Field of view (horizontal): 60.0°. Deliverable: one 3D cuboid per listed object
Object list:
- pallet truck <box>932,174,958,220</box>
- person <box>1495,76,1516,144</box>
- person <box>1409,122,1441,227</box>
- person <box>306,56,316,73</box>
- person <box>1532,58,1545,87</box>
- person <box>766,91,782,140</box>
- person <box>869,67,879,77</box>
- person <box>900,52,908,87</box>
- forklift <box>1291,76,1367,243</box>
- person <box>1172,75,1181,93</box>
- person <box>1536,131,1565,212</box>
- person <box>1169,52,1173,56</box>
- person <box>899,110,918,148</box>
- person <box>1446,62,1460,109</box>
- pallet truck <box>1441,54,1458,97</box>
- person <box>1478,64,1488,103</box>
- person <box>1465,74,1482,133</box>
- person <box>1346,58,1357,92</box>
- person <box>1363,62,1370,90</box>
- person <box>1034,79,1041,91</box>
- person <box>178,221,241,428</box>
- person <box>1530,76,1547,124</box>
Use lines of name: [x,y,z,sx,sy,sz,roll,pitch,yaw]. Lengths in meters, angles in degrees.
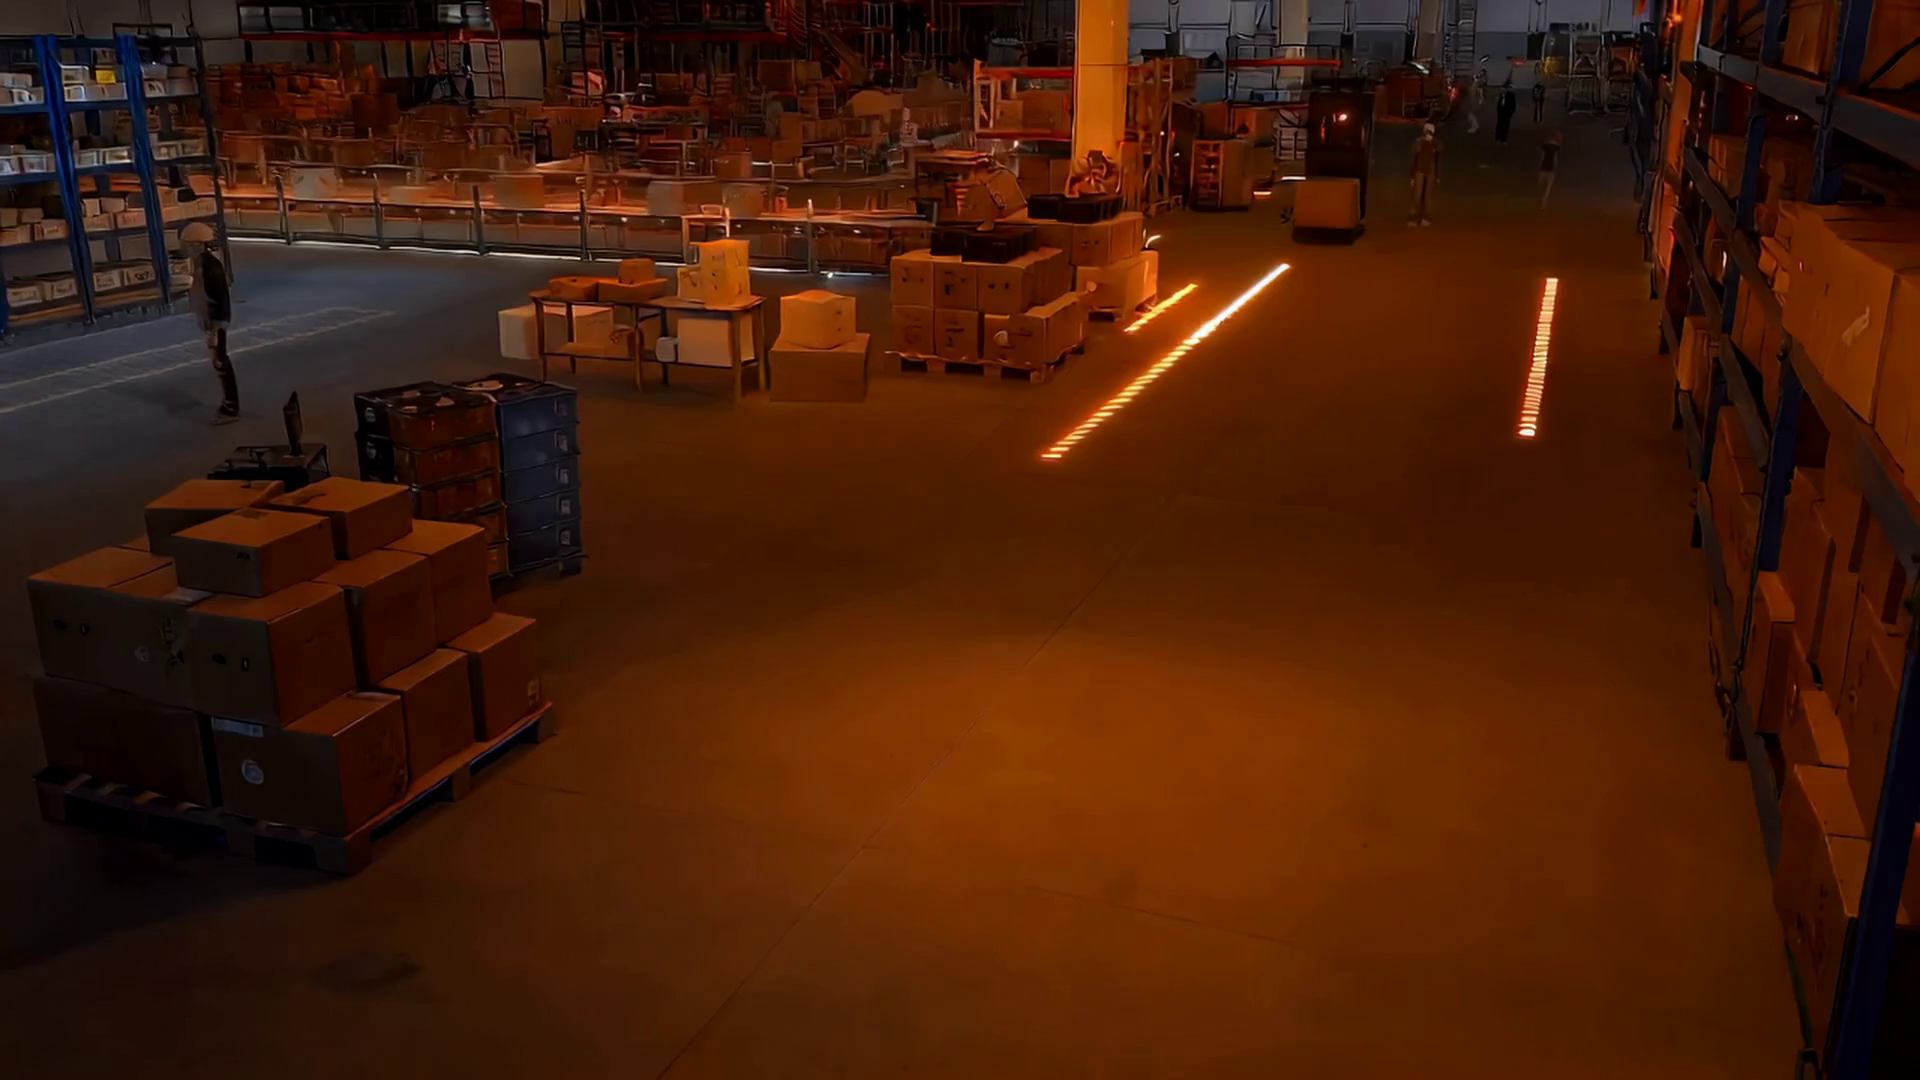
pallet truck: [-0.507,-5.292,27.348,0.653,1.274,1.630,6,19,19]
person: [16.646,-13.095,50.663,0.674,2.000,0.535,-14,22,-38]
person: [8.716,-6.846,31.194,0.633,1.938,0.356,-7,19,-20]
person: [-30.373,-21.679,77.889,0.337,1.881,0.584,5,18,17]
person: [27.001,-21.592,77.704,0.535,1.826,0.412,-1,18,-4]
person: [-5.328,-12.012,47.785,0.533,1.720,0.912,5,18,14]
person: [-2.958,-15.760,59.068,0.527,2.023,0.620,-2,18,-6]
person: [-2.948,-24.726,87.533,0.429,1.841,0.634,0,18,0]
forklift: [6.598,-6.755,29.381,1.129,2.768,1.873,6,19,19]
person: [7.276,-15.073,57.243,0.848,1.832,0.510,2,18,8]
person: [11.946,-7.435,33.579,0.671,1.602,0.514,-12,21,-34]
person: [10.893,-24.125,85.535,0.882,1.902,0.647,-1,18,-3]
person: [-1.215,-9.553,40.160,0.531,1.663,0.854,8,19,25]
person: [20.432,-18.875,69.081,0.366,1.894,0.733,17,24,42]
pallet truck: [22.765,-21.886,78.355,0.823,1.965,1.885,-4,18,-14]
person: [23.210,-20.271,73.815,0.332,1.672,0.597,-7,19,-20]
person: [17.156,-14.539,55.391,0.541,1.924,0.571,-6,19,-19]
person: [19.184,-22.584,81.035,0.875,1.705,0.494,5,18,15]
person: [18.012,-20.247,73.590,0.482,1.750,0.542,3,18,8]
person: [3.038,-17.531,64.900,0.312,1.864,0.515,-1,18,-4]
person: [-7.286,-2.100,16.192,0.381,1.994,0.621,-8,19,-23]
person: [20.830,-15.853,59.894,0.533,1.692,0.319,-5,18,-15]
